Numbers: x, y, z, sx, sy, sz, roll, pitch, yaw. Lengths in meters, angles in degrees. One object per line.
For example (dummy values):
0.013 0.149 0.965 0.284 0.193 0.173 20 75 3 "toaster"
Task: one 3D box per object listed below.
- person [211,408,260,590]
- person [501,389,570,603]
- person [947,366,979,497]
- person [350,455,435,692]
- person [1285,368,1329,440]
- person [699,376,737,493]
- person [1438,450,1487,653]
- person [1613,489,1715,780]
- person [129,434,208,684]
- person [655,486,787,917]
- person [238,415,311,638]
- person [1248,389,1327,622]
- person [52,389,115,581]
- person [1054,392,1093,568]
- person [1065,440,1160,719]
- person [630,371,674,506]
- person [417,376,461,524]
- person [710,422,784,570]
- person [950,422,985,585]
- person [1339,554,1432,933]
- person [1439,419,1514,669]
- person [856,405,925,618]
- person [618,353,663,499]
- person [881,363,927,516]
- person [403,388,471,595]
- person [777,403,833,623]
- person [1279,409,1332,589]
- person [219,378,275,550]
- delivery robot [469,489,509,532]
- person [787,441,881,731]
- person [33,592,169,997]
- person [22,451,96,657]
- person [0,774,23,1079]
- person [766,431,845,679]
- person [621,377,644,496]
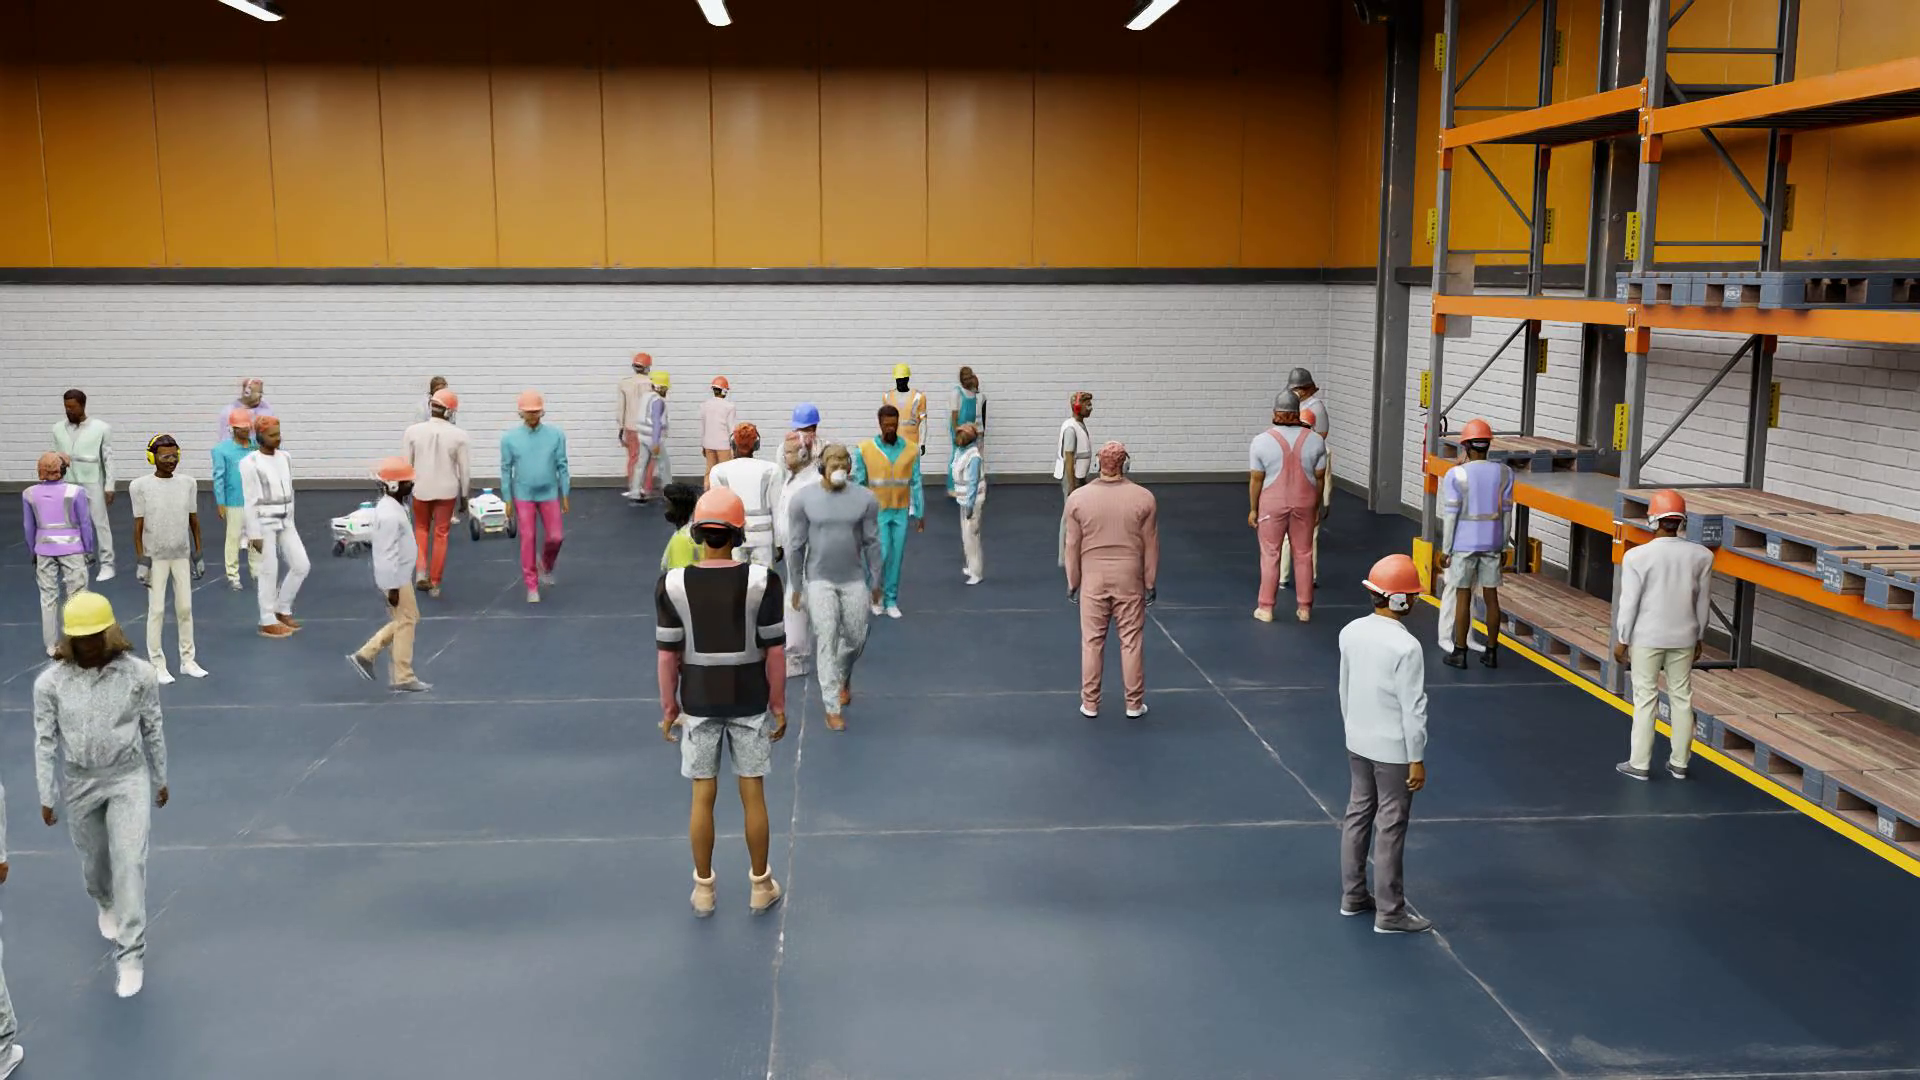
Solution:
-6.912 -0.401 16.075 0.339 1.749 0.573 7 11 36 "person"
-3.951 -0.420 15.483 0.622 1.983 0.527 -3 10 -19 "person"
0.033 -1.452 22.501 0.523 1.801 0.633 -9 13 -44 "person"
-4.115 0.251 12.014 0.499 1.736 0.583 -3 9 -16 "person"
3.677 -0.877 18.167 0.537 2.000 0.679 -3 10 -20 "person"
-3.075 -1.230 21.347 0.573 1.739 0.371 6 11 33 "person"
4.054 0.089 13.362 0.518 1.642 0.312 -8 12 -42 "person"
4.207 0.567 9.990 0.561 1.753 0.330 0 9 -3 "person"
-5.882 0.139 12.375 0.328 1.861 0.502 8 12 42 "person"
-1.115 0.763 7.854 0.605 2.045 0.383 0 9 -3 "person"
-5.697 -0.103 13.842 0.439 1.864 0.601 3 10 18 "person"
2.838 -0.305 14.574 0.673 2.000 0.536 0 9 -3 "person"
-8.661 -0.544 16.471 0.597 1.915 0.374 1 9 3 "person"
1.173 -0.615 17.174 0.386 1.837 0.563 3 9 16 "person"
1.036 0.275 11.348 0.639 1.910 0.406 1 9 7 "person"
-3.959 -1.326 21.801 0.864 1.767 0.680 -5 11 -31 "person"
-6.325 -1.082 20.145 0.522 1.819 0.588 6 11 34 "person"
-1.659 0.018 13.039 0.572 1.883 0.355 0 9 -3 "person"
0.077 -0.374 16.359 0.369 1.606 0.668 -2 9 -15 "person"
1.979 0.932 7.705 0.326 1.751 0.559 -4 10 -23 "person"
3.957 0.035 12.793 0.542 1.929 0.379 0 9 -3 "person"
-0.609 -0.247 14.663 0.608 1.891 0.466 -3 10 -20 "person"
-4.330 -1.531 22.554 0.663 1.980 0.386 1 9 9 "person"
-0.714 -1.259 20.920 0.593 1.924 0.381 2 9 14 "person"
-4.953 -0.450 15.747 0.651 1.958 0.426 -2 9 -12 "person"
-1.304 -0.221 14.367 0.605 1.937 0.412 2 9 11 "person"
3.302 -0.391 16.044 0.565 1.746 0.347 3 10 21 "person"
-7.876 -0.854 18.489 0.391 1.890 0.726 7 11 37 "person"
-5.445 -0.350 19.214 0.477 0.478 0.707 -4 10 -26 "delivery robot"
-0.851 0.276 11.313 0.646 1.918 0.810 -3 9 -17 "person"
-3.737 1.037 7.268 0.493 1.707 0.903 -4 10 -23 "person"
-7.129 0.114 13.191 0.512 1.642 0.312 0 9 -3 "person"
-3.797 1.187 6.164 0.484 1.735 0.309 -5 10 -28 "person"
-1.103 0.095 12.601 0.838 1.874 0.644 -4 10 -24 "person"
-4.497 -1.420 22.845 0.283 1.633 0.501 3 10 18 "person"
